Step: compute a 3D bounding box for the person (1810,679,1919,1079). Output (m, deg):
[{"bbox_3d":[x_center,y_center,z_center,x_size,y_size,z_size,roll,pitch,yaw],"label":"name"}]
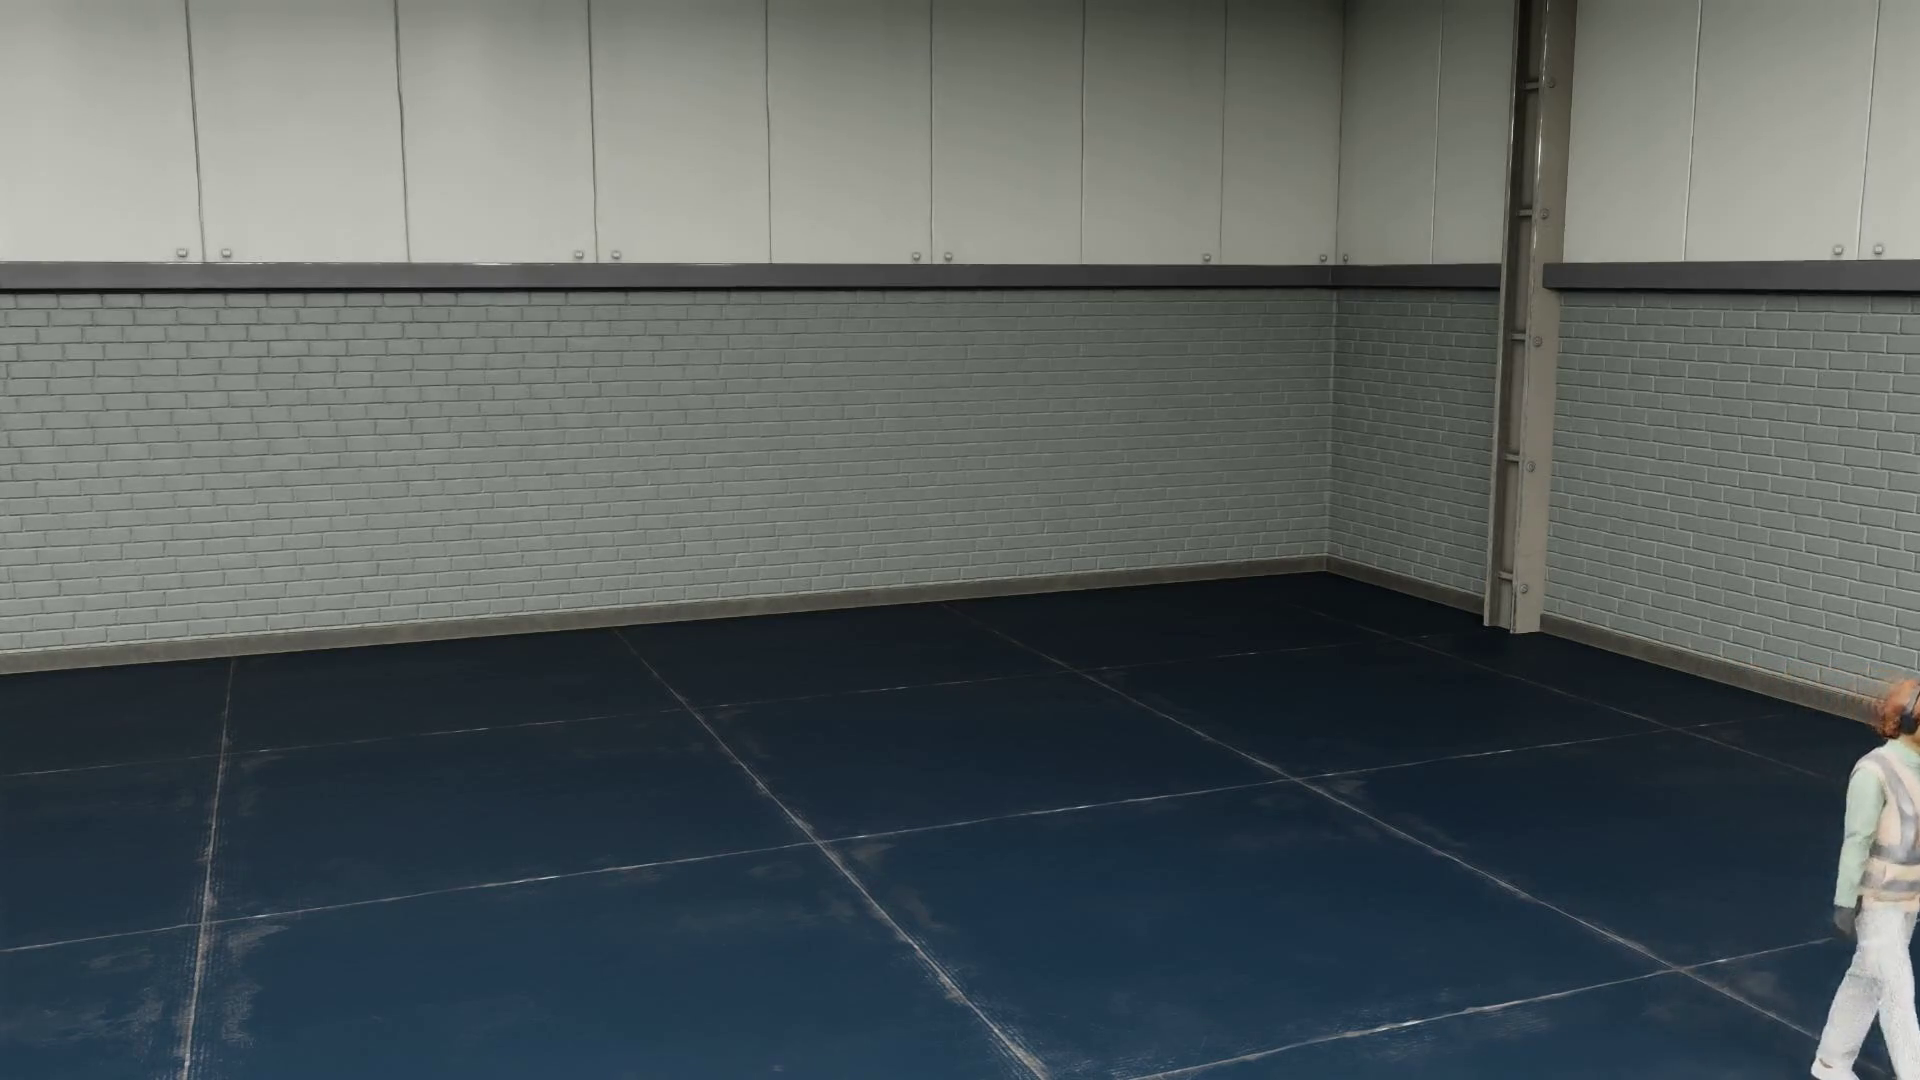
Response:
[{"bbox_3d":[3.387,1.298,5.888,0.542,1.605,0.699,-6,11,-35],"label":"person"}]
